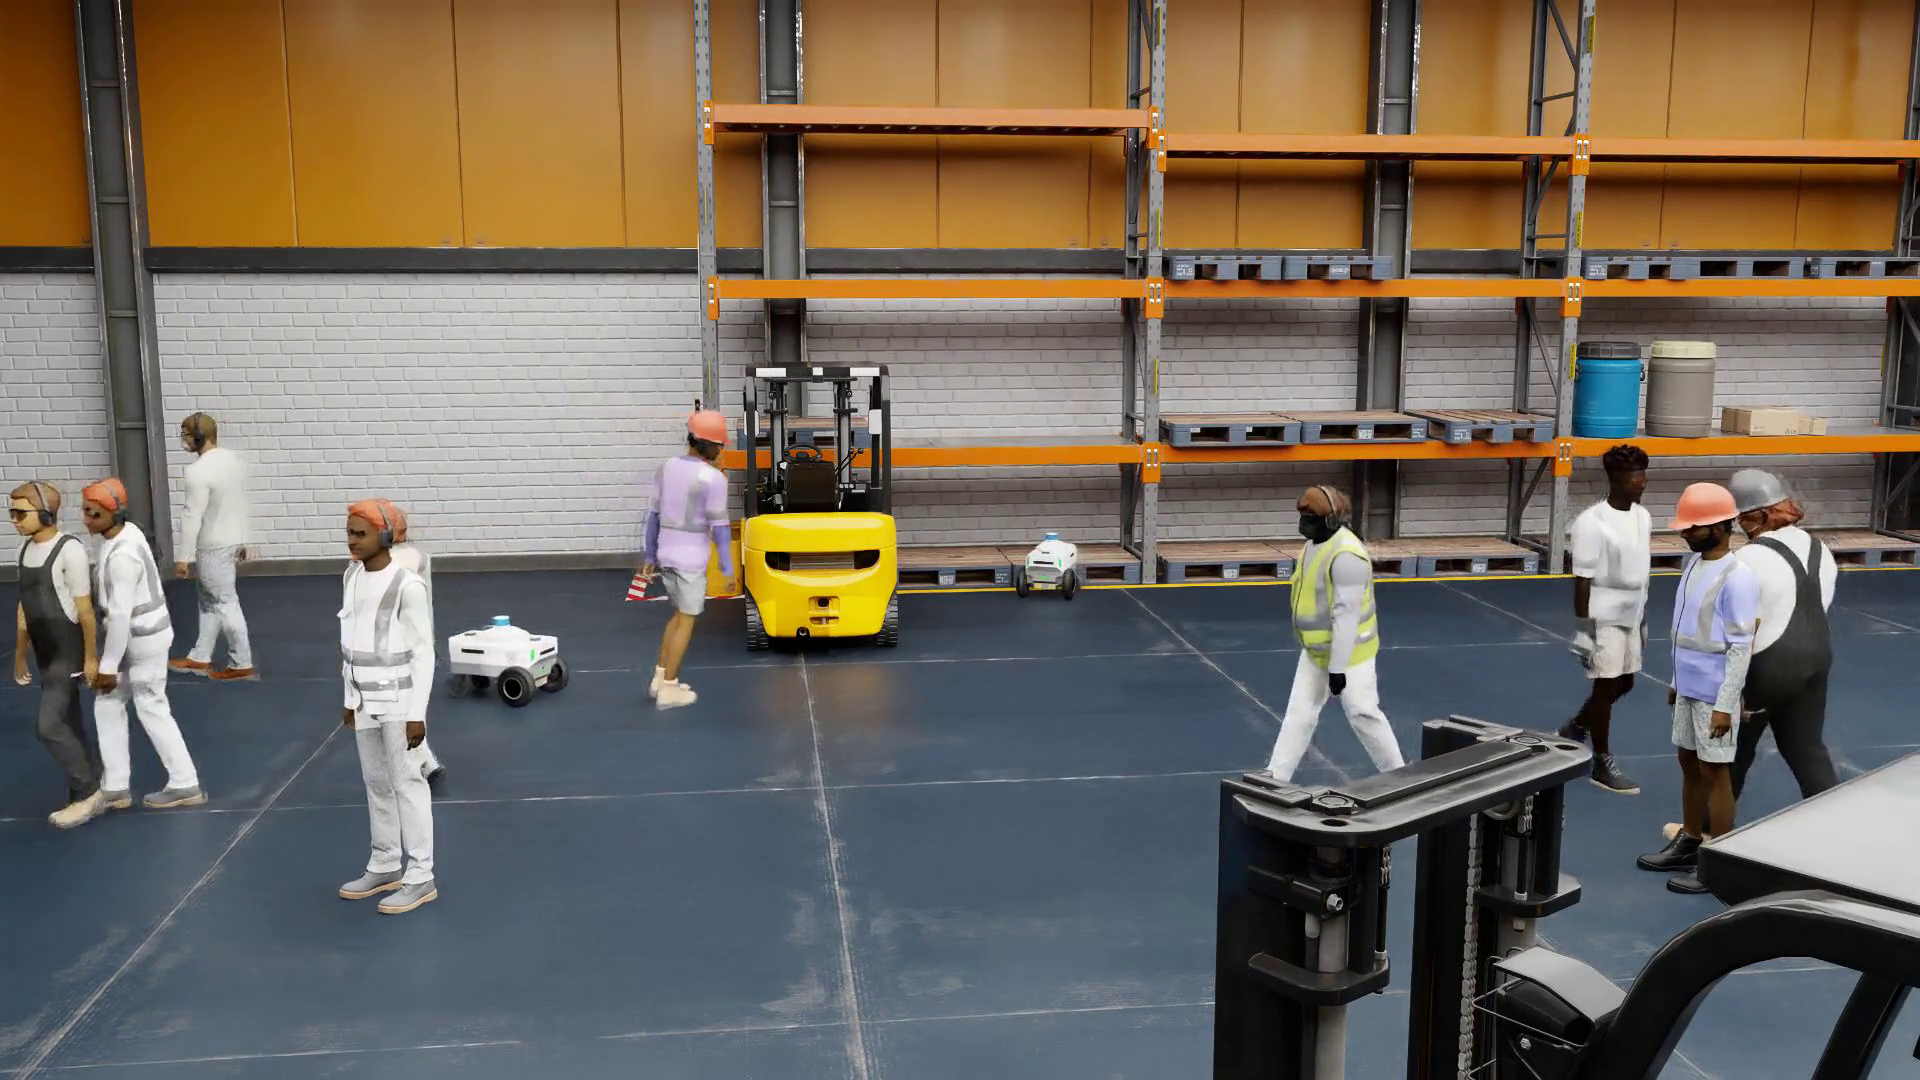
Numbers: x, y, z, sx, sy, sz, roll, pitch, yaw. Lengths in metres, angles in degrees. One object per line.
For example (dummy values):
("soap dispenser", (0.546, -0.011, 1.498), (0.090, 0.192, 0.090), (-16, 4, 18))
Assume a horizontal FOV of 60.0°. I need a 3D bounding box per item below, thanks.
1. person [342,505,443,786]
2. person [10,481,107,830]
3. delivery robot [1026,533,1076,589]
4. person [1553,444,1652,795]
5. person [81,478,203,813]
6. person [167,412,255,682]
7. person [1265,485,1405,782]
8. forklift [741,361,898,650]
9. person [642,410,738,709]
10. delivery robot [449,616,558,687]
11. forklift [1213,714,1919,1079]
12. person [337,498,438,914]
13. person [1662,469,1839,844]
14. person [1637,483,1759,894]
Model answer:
("person", (-3.178, 0.595, 9.379), (0.807, 1.610, 0.523), (7, 11, 37))
("person", (-4.700, 0.602, 8.627), (0.537, 1.825, 0.482), (6, 11, 32))
("delivery robot", (0.820, 0.176, 14.952), (0.477, 0.478, 0.707), (2, 9, 14))
("person", (3.658, 0.421, 9.403), (0.641, 1.969, 0.578), (-6, 11, -33))
("person", (-4.418, 0.573, 8.774), (0.721, 1.834, 0.654), (-6, 11, -32))
("person", (-5.364, 0.065, 11.674), (0.757, 1.919, 0.660), (0, 9, -2))
("person", (1.989, 0.592, 8.821), (0.987, 1.785, 0.658), (-2, 9, -10))
("forklift", (-1.154, -0.340, 13.365), (1.214, 2.155, 2.313), (-1, 9, -7))
("person", (-1.792, 0.131, 11.048), (0.655, 1.990, 0.583), (7, 12, 39))
("delivery robot", (-3.108, 0.760, 11.308), (0.707, 0.478, 0.477), (3, 10, 19))
("forklift", (1.441, 1.425, 2.350), (1.214, 2.155, 2.313), (-7, 12, -39))
("person", (-2.622, 0.747, 7.554), (0.598, 1.882, 0.357), (7, 12, 38))
("person", (3.911, 0.599, 7.984), (0.687, 2.000, 1.017), (-4, 10, -22))
("person", (3.459, 0.689, 7.775), (0.373, 1.928, 0.543), (0, 9, -1))
